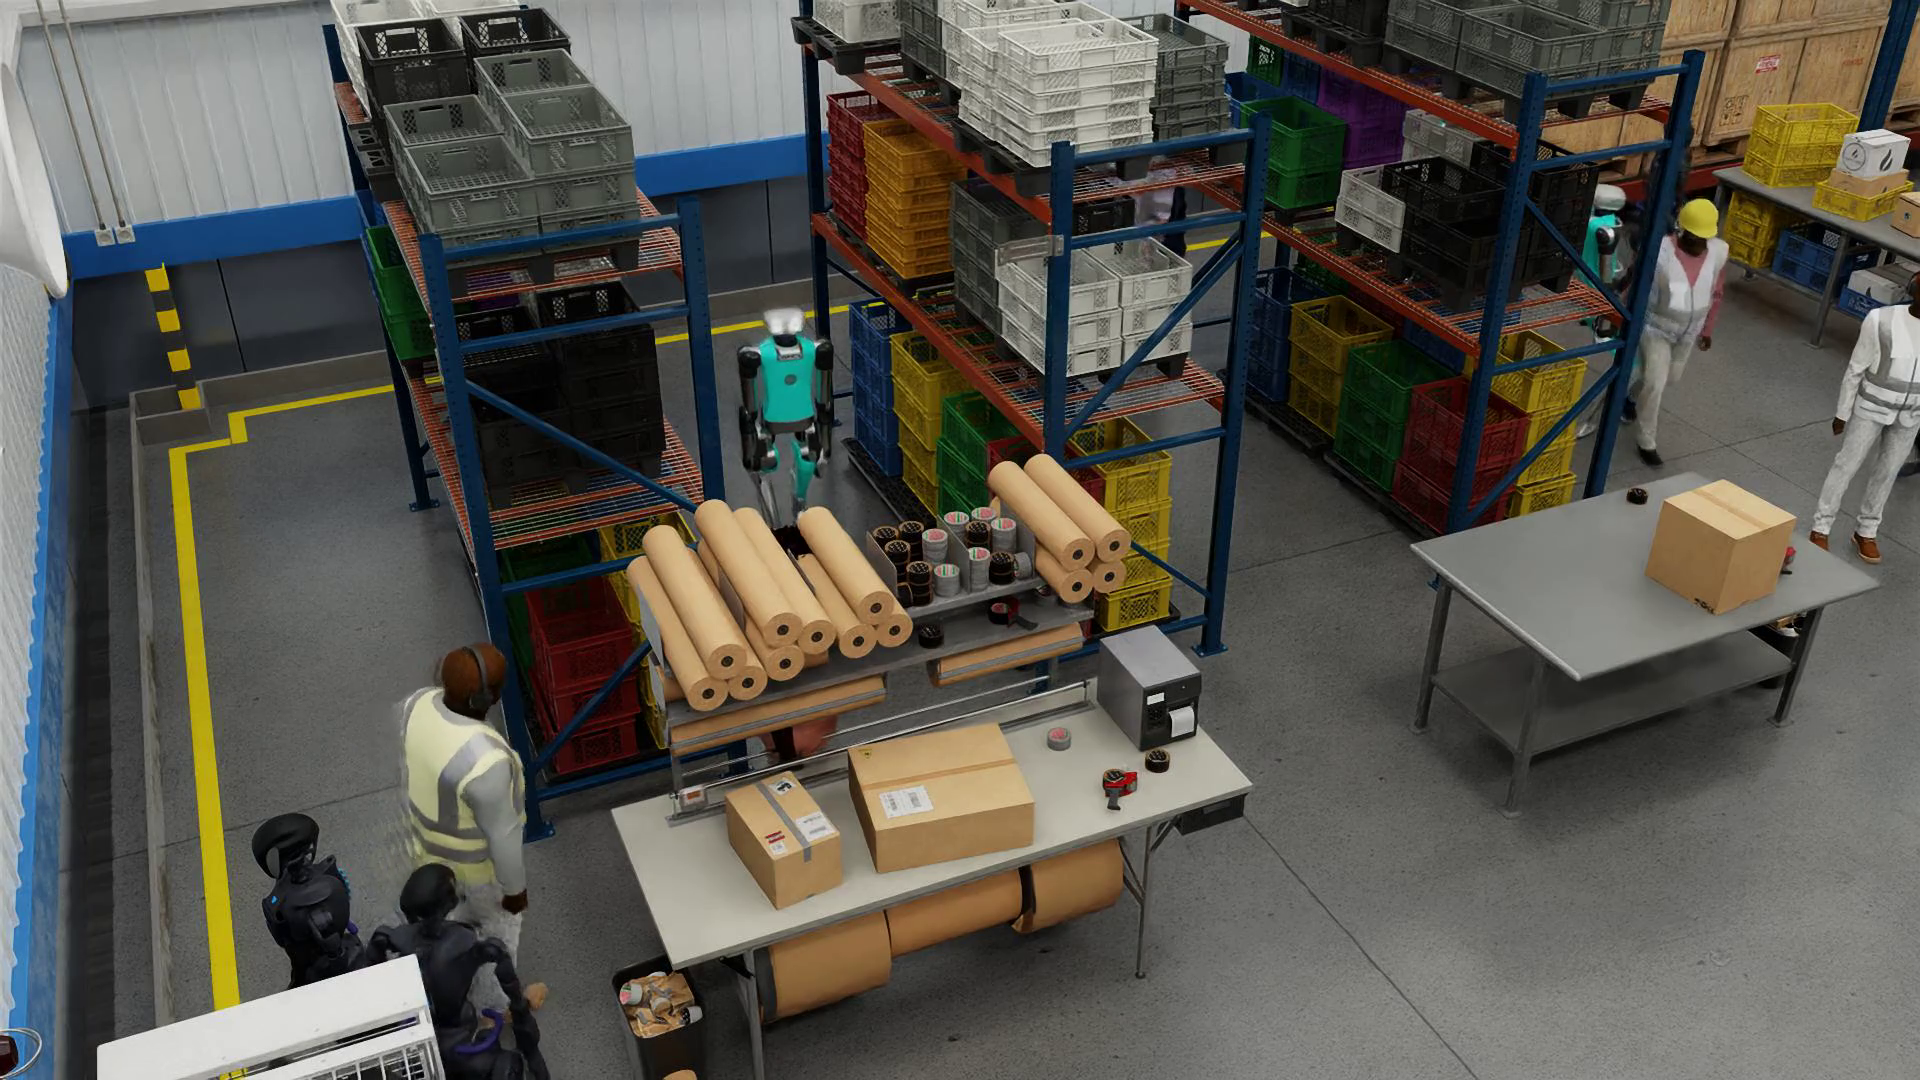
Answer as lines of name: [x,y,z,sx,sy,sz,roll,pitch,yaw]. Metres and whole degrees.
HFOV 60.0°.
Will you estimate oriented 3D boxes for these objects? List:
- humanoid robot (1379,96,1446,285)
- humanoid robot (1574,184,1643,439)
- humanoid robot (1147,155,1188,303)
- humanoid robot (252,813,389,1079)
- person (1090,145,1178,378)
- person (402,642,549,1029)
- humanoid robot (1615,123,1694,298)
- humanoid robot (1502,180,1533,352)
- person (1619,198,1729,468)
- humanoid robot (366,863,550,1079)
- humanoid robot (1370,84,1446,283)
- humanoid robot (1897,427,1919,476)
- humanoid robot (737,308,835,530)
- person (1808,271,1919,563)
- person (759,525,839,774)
humanoid robot: [3.429,-2.649,12.747,0.533,1.674,0.735,6,32,10]
humanoid robot: [4.395,-1.475,10.970,0.871,1.780,0.590,2,32,3]
humanoid robot: [1.521,-2.355,12.460,0.362,1.652,0.604,-13,34,-20]
humanoid robot: [-2.239,1.633,5.961,0.315,1.657,0.599,-23,38,-32]
person: [1.157,-2.101,11.757,0.695,1.976,0.911,15,35,23]
person: [-1.928,1.208,6.552,0.533,1.812,0.660,-23,38,-33]
humanoid robot: [5.286,-2.370,12.521,0.593,1.627,0.772,-26,40,-35]
humanoid robot: [3.935,-2.162,12.135,0.598,1.640,0.383,3,32,5]
person: [4.580,-1.430,10.840,0.601,1.796,0.783,-5,32,-8]
humanoid robot: [-1.742,1.753,5.788,0.601,1.650,0.382,4,32,6]
humanoid robot: [3.440,-2.754,12.998,0.530,1.751,0.712,-6,32,-9]
humanoid robot: [6.240,-0.973,10.215,0.611,1.644,0.479,27,41,37]
humanoid robot: [-1.008,-0.553,9.467,0.545,1.769,0.919,-10,33,-15]
person: [5.370,-0.730,9.616,0.581,1.881,0.337,5,32,8]
person: [-0.674,0.787,7.074,0.361,1.964,0.612,3,32,5]
